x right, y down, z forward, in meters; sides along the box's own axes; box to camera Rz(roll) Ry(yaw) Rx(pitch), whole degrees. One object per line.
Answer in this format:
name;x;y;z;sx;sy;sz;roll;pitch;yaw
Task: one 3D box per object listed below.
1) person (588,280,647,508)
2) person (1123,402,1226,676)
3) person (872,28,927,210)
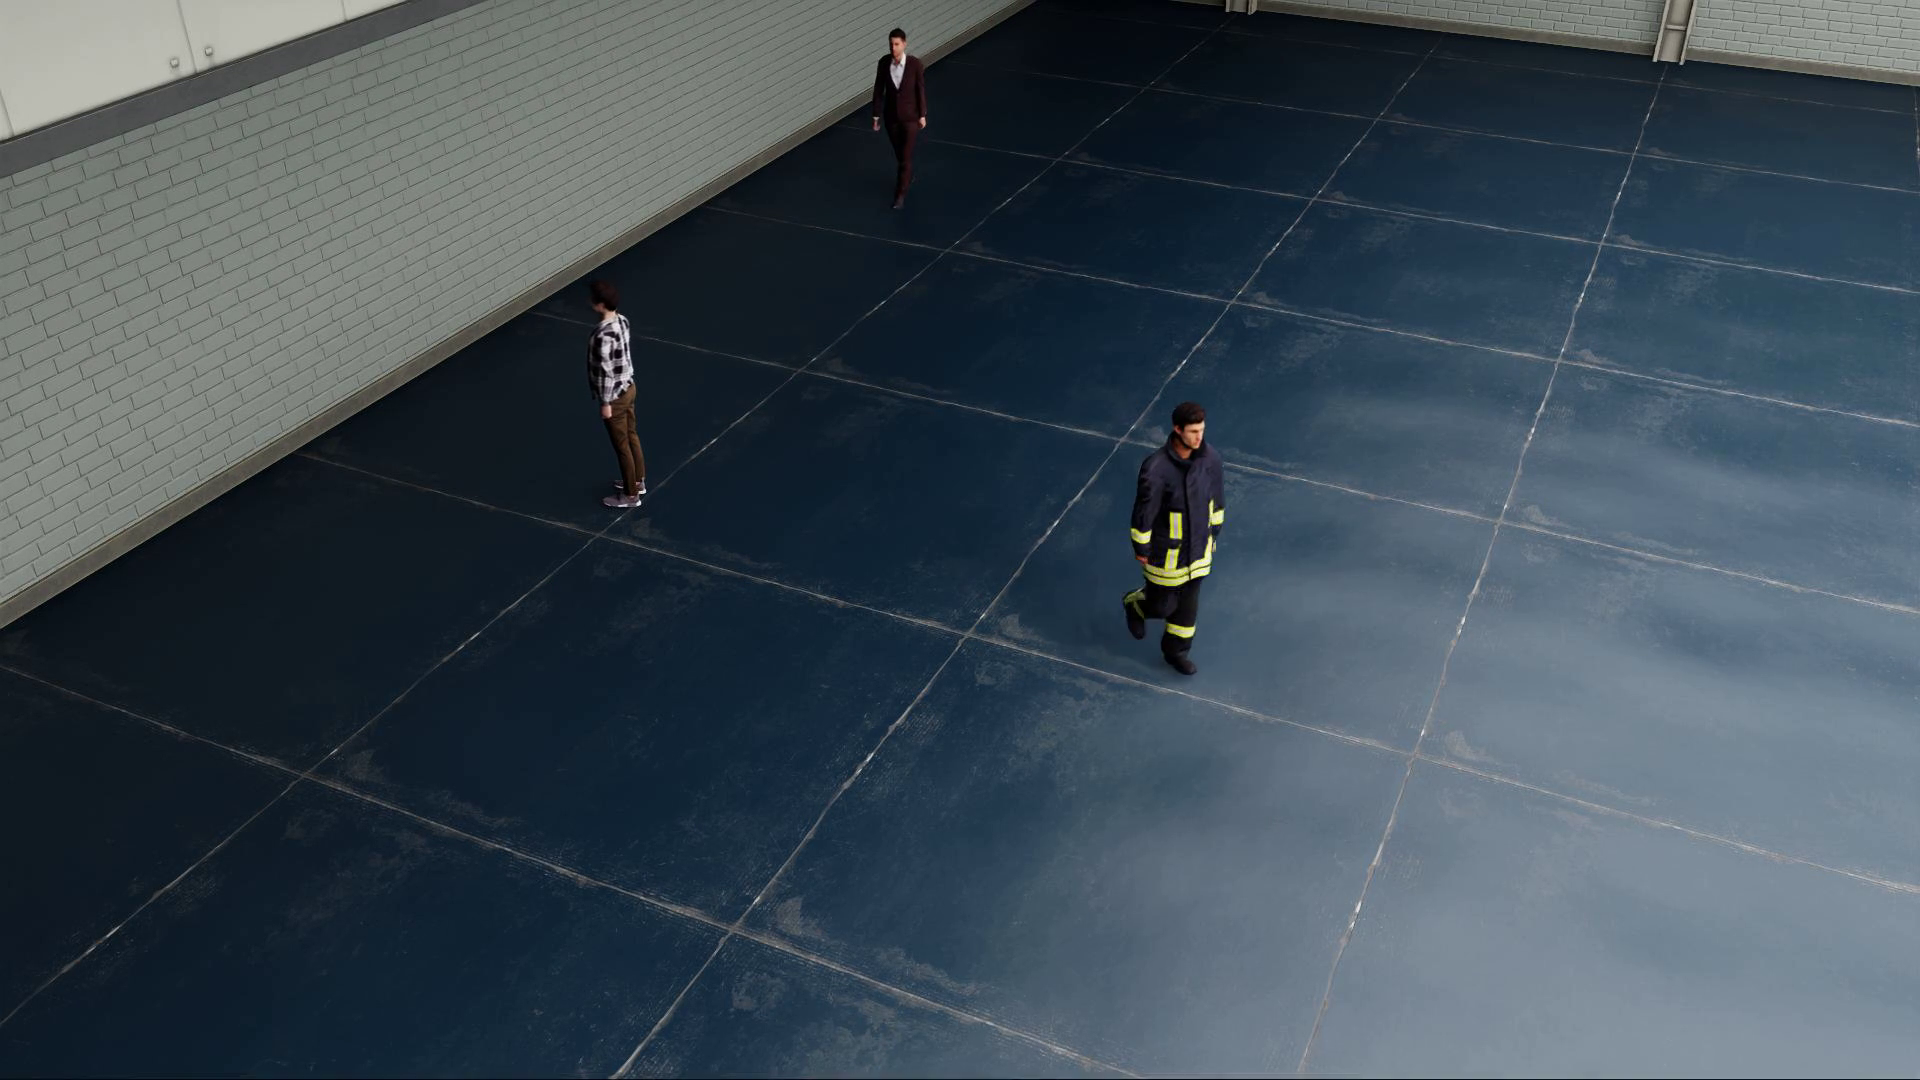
person;-2.525;-1.087;12.244;0.635;1.808;0.685;5;33;7
person;1.333;-0.048;10.500;1.043;1.912;1.113;-16;35;-23
person;-0.603;-4.510;17.665;1.189;1.813;0.873;10;34;15
